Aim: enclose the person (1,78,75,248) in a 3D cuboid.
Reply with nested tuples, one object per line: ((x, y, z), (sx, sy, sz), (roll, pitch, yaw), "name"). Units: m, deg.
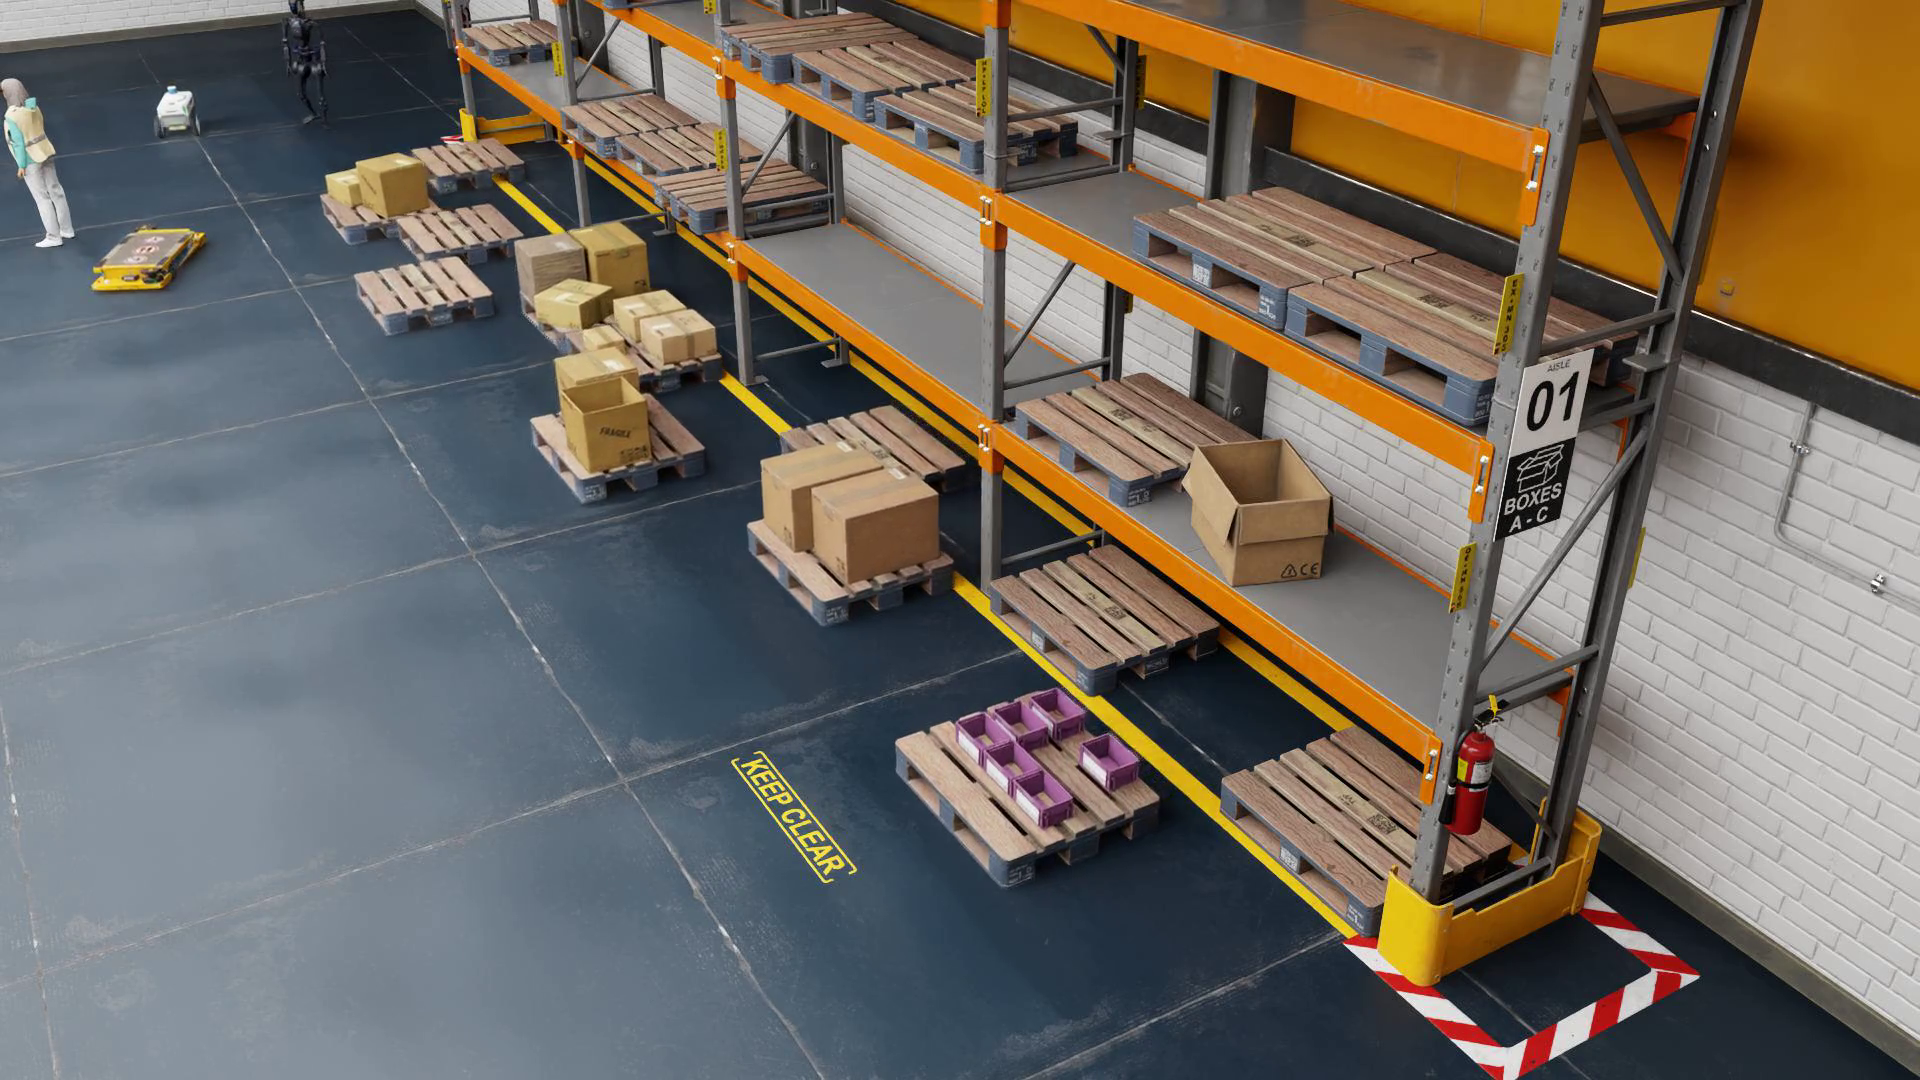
((-9.402, -3.838, 16.941), (0.371, 1.705, 0.464), (4, 30, 7), "person")

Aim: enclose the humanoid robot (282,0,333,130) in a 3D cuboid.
((-8.107, -5.978, 20.762), (0.611, 1.648, 0.475), (5, 30, 8), "humanoid robot")

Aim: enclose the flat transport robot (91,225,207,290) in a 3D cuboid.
((-8.094, -2.824, 16.618), (0.659, 0.231, 1.431), (-3, 30, -5), "flat transport robot")

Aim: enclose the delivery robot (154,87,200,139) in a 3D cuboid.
((-9.794, -5.368, 20.795), (0.499, 0.572, 0.747), (-8, 30, -13), "delivery robot")
